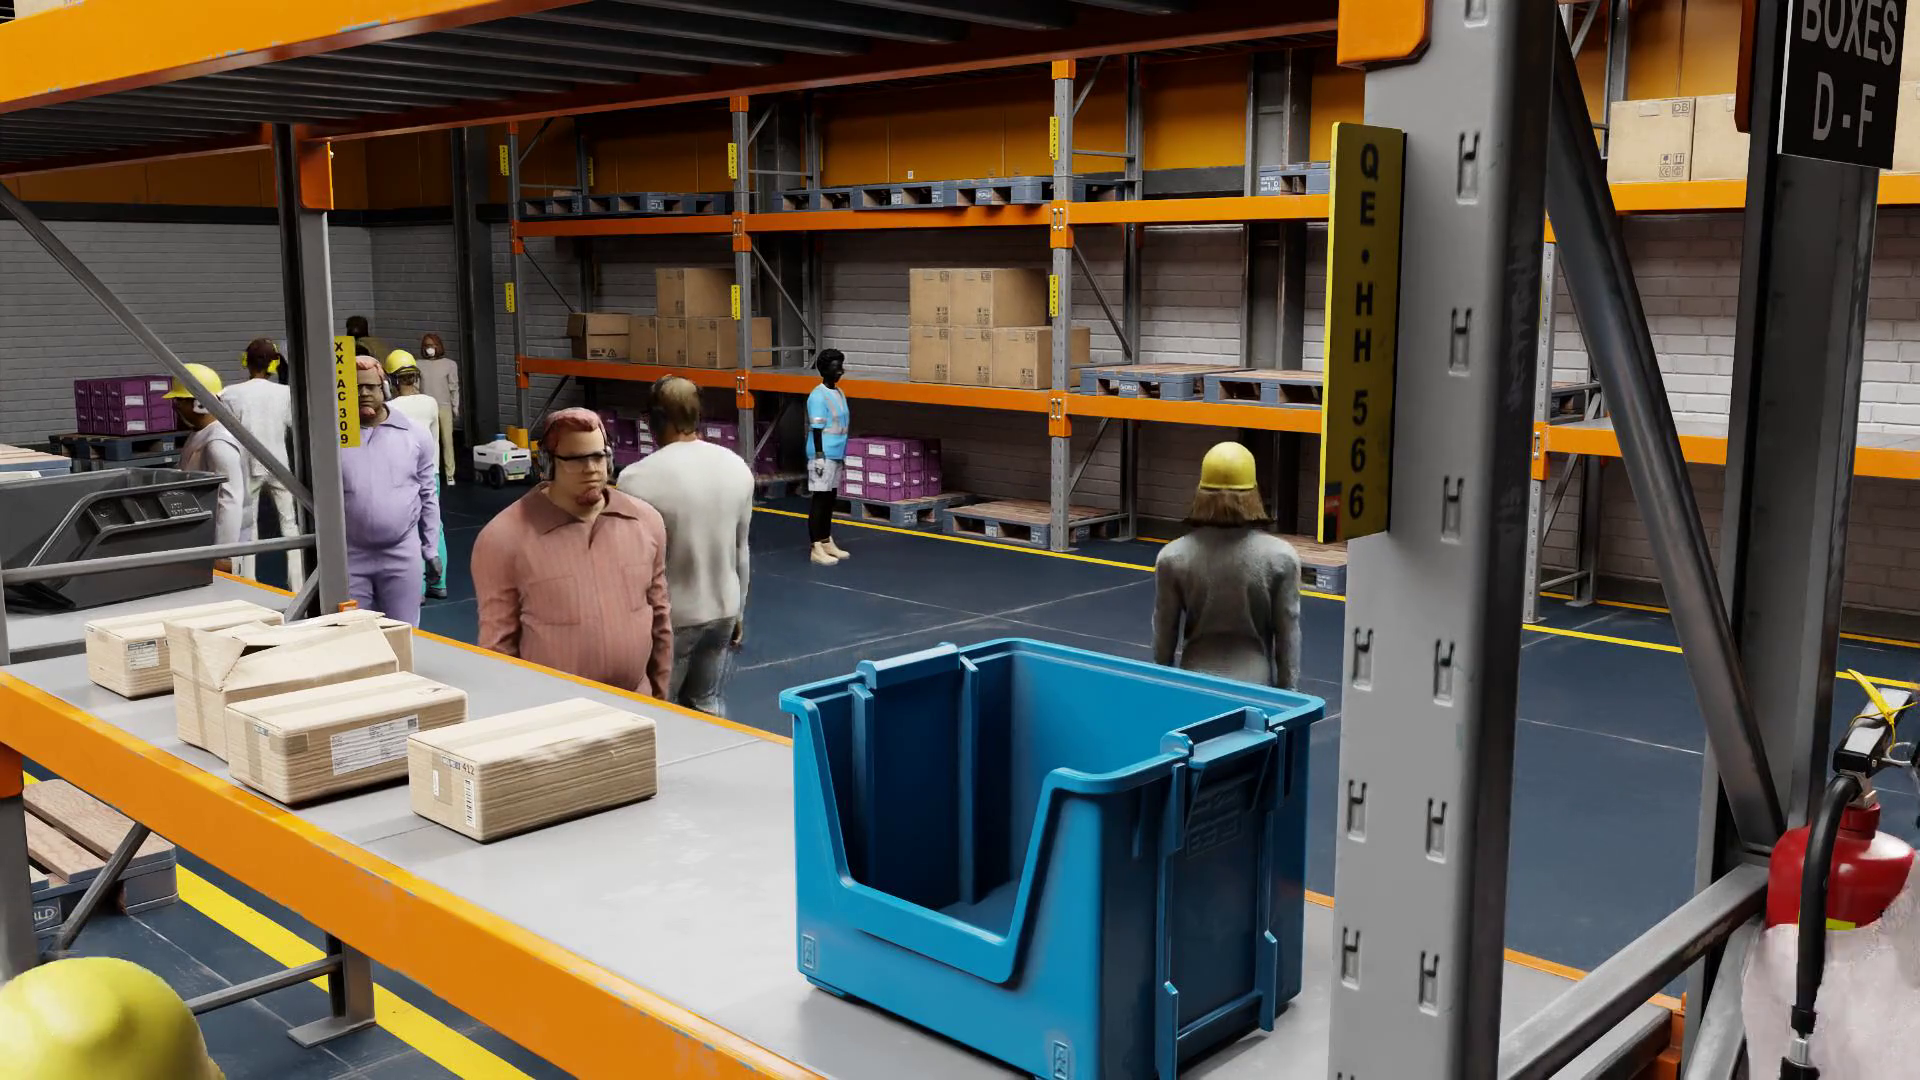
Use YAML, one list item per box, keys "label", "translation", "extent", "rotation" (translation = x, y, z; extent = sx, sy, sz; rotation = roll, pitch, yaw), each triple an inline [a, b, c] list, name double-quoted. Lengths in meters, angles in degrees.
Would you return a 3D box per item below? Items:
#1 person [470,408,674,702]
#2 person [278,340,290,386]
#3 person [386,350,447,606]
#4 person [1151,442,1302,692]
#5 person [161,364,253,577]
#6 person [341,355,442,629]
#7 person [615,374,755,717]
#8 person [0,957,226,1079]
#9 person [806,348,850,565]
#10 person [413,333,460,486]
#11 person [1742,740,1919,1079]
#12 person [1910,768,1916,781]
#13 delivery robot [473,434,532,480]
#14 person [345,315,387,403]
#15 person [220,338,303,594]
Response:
- label: "person"
  translation: [-1.167, 0.536, 5.184]
  extent: [0.635, 1.899, 0.397]
  rotation: [-7, 12, -38]
- label: "person"
  translation: [-7.126, -1.566, 18.228]
  extent: [0.577, 1.857, 1.082]
  rotation: [-6, 11, -34]
- label: "person"
  translation: [-3.785, -0.424, 11.460]
  extent: [0.329, 1.765, 0.526]
  rotation: [4, 10, 24]
- label: "person"
  translation: [0.906, 0.526, 5.704]
  extent: [0.505, 1.730, 0.354]
  rotation: [2, 9, 9]
- label: "person"
  translation: [-3.888, 0.002, 8.640]
  extent: [0.404, 1.829, 0.600]
  rotation: [-6, 11, -32]
- label: "person"
  translation: [-2.822, 0.067, 8.014]
  extent: [0.648, 1.907, 0.401]
  rotation: [-5, 10, -27]
- label: "person"
  translation: [-1.031, 0.315, 6.459]
  extent: [0.630, 1.916, 0.604]
  rotation: [-9, 13, -43]
- label: "person"
  translation: [-0.768, 1.202, 1.645]
  extent: [0.791, 1.711, 0.607]
  rotation: [1, 9, 4]
- label: "person"
  translation: [-1.038, -0.661, 13.107]
  extent: [0.321, 1.699, 0.536]
  rotation: [3, 10, 16]
- label: "person"
  translation: [-5.604, -1.388, 17.767]
  extent: [0.507, 1.631, 0.266]
  rotation: [-1, 9, -7]
- label: "person"
  translation: [1.244, 1.079, 1.912]
  extent: [0.679, 1.872, 0.695]
  rotation: [4, 10, 23]
- label: "person"
  translation: [4.541, 0.205, 7.439]
  extent: [0.591, 1.823, 0.405]
  rotation: [-8, 12, -40]
- label: "delivery robot"
  translation: [-4.870, -0.885, 17.679]
  extent: [0.707, 0.478, 0.477]
  rotation: [10, 13, 44]
- label: "person"
  translation: [-6.556, -1.606, 18.622]
  extent: [0.774, 1.812, 0.635]
  rotation: [0, 9, 0]
- label: "person"
  translation: [-4.694, -0.410, 11.138]
  extent: [0.609, 1.855, 0.420]
  rotation: [-4, 10, -25]
